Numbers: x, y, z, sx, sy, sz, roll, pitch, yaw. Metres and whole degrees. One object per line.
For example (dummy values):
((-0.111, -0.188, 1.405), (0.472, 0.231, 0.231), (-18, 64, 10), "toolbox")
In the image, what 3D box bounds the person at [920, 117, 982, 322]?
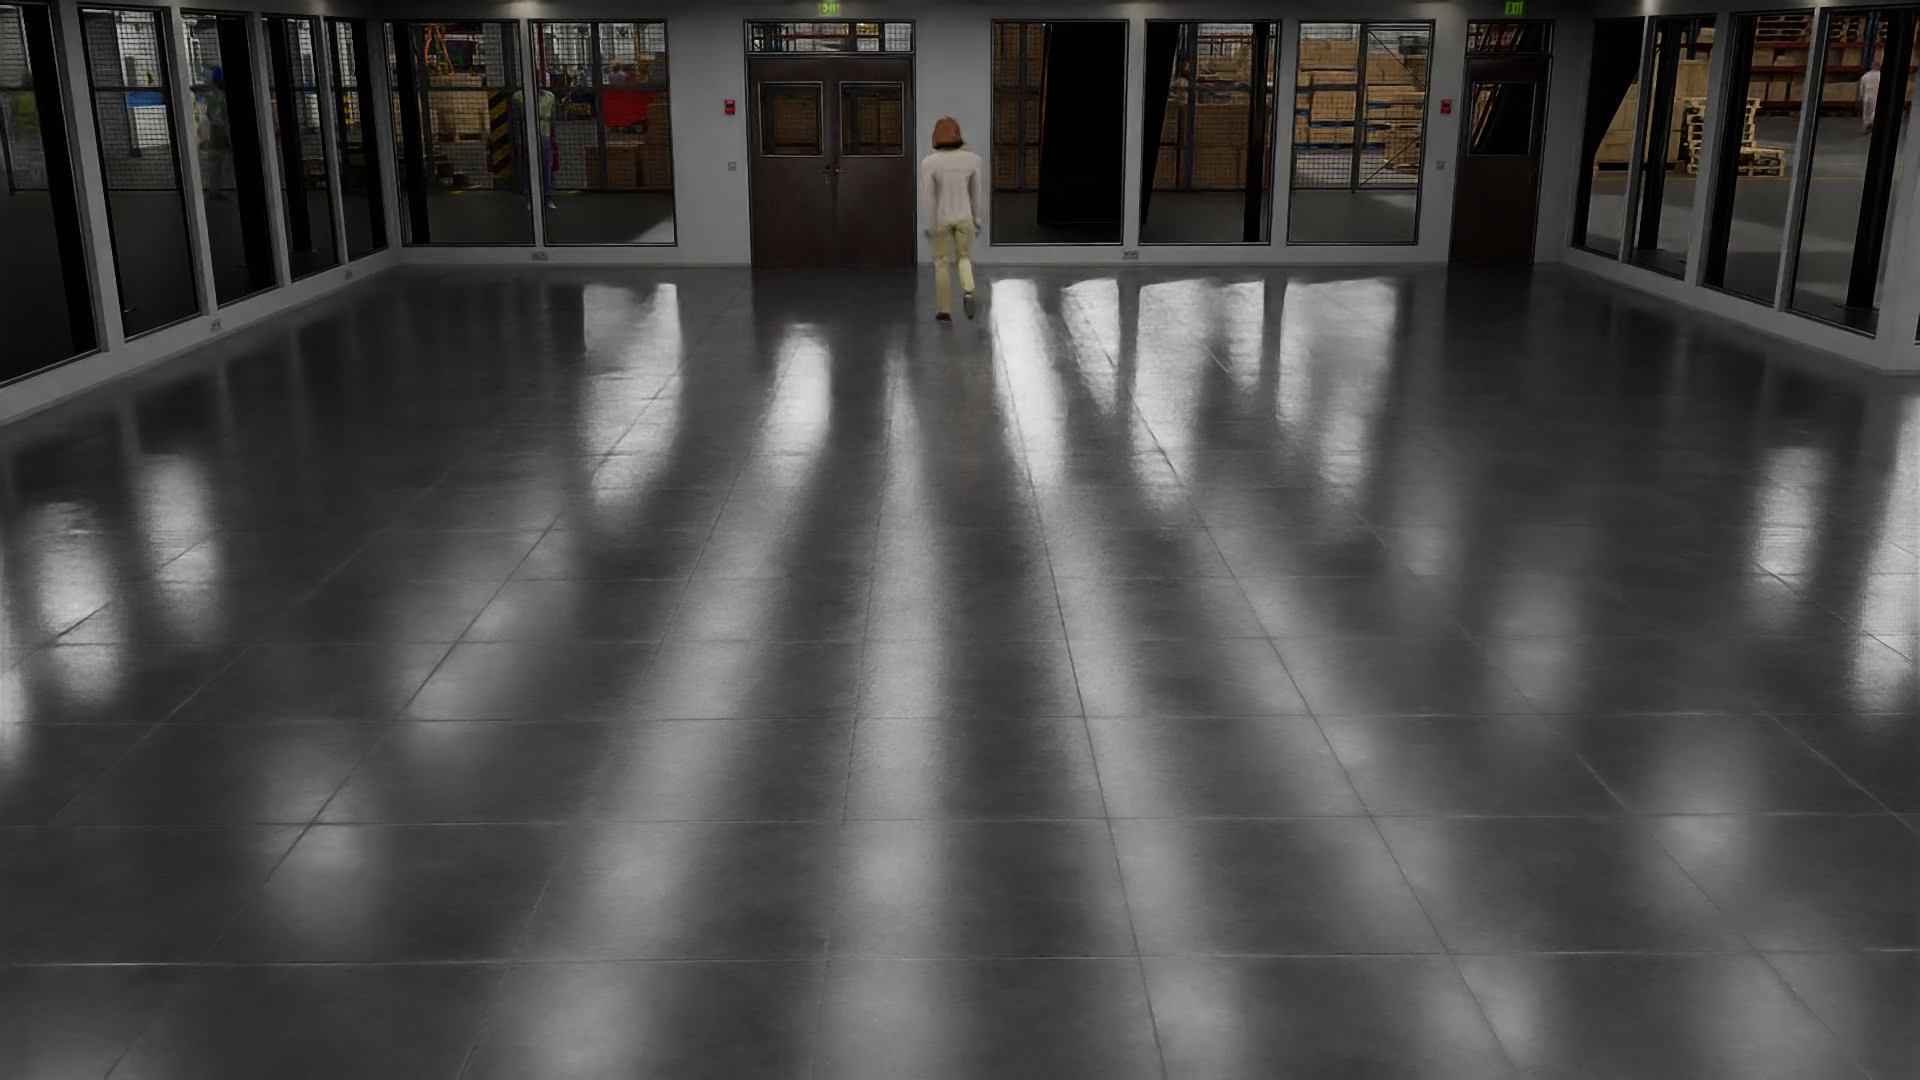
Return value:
((-0.057, -2.519, 13.168), (0.520, 1.619, 0.433), (-5, 17, -18), "person")
